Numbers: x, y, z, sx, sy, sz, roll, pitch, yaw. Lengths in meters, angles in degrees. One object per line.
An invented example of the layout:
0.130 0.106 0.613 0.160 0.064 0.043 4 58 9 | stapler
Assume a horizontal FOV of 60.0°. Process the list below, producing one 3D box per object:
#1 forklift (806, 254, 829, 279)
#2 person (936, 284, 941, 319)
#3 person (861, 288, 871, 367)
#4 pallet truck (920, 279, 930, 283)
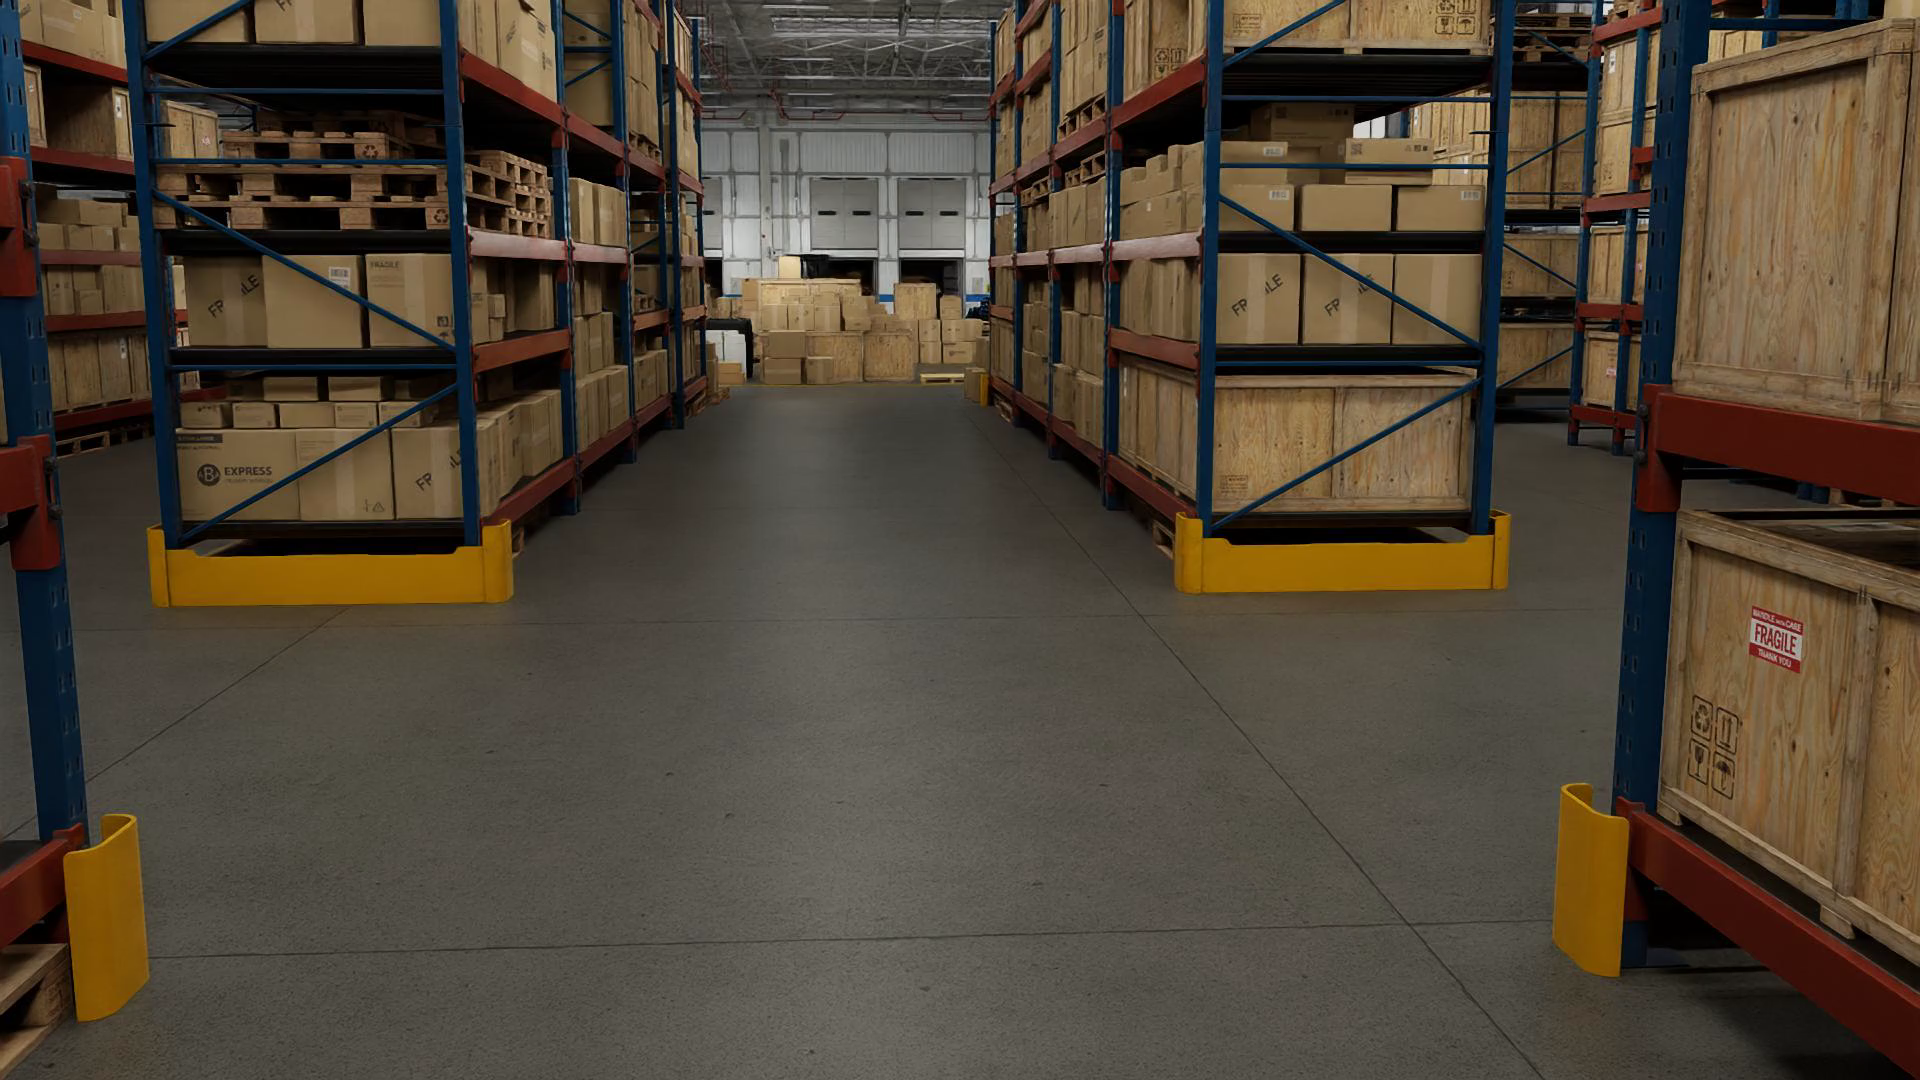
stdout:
-4.808 -8.280 56.322 1.873 2.768 1.129 -8 12 -41 | forklift
-0.627 -5.869 44.270 0.990 1.890 0.639 0 9 2 | person
-2.151 -4.834 37.969 0.429 1.840 0.645 -4 10 -24 | person
-0.932 -8.922 63.114 1.885 1.965 0.823 2 9 13 | pallet truck
